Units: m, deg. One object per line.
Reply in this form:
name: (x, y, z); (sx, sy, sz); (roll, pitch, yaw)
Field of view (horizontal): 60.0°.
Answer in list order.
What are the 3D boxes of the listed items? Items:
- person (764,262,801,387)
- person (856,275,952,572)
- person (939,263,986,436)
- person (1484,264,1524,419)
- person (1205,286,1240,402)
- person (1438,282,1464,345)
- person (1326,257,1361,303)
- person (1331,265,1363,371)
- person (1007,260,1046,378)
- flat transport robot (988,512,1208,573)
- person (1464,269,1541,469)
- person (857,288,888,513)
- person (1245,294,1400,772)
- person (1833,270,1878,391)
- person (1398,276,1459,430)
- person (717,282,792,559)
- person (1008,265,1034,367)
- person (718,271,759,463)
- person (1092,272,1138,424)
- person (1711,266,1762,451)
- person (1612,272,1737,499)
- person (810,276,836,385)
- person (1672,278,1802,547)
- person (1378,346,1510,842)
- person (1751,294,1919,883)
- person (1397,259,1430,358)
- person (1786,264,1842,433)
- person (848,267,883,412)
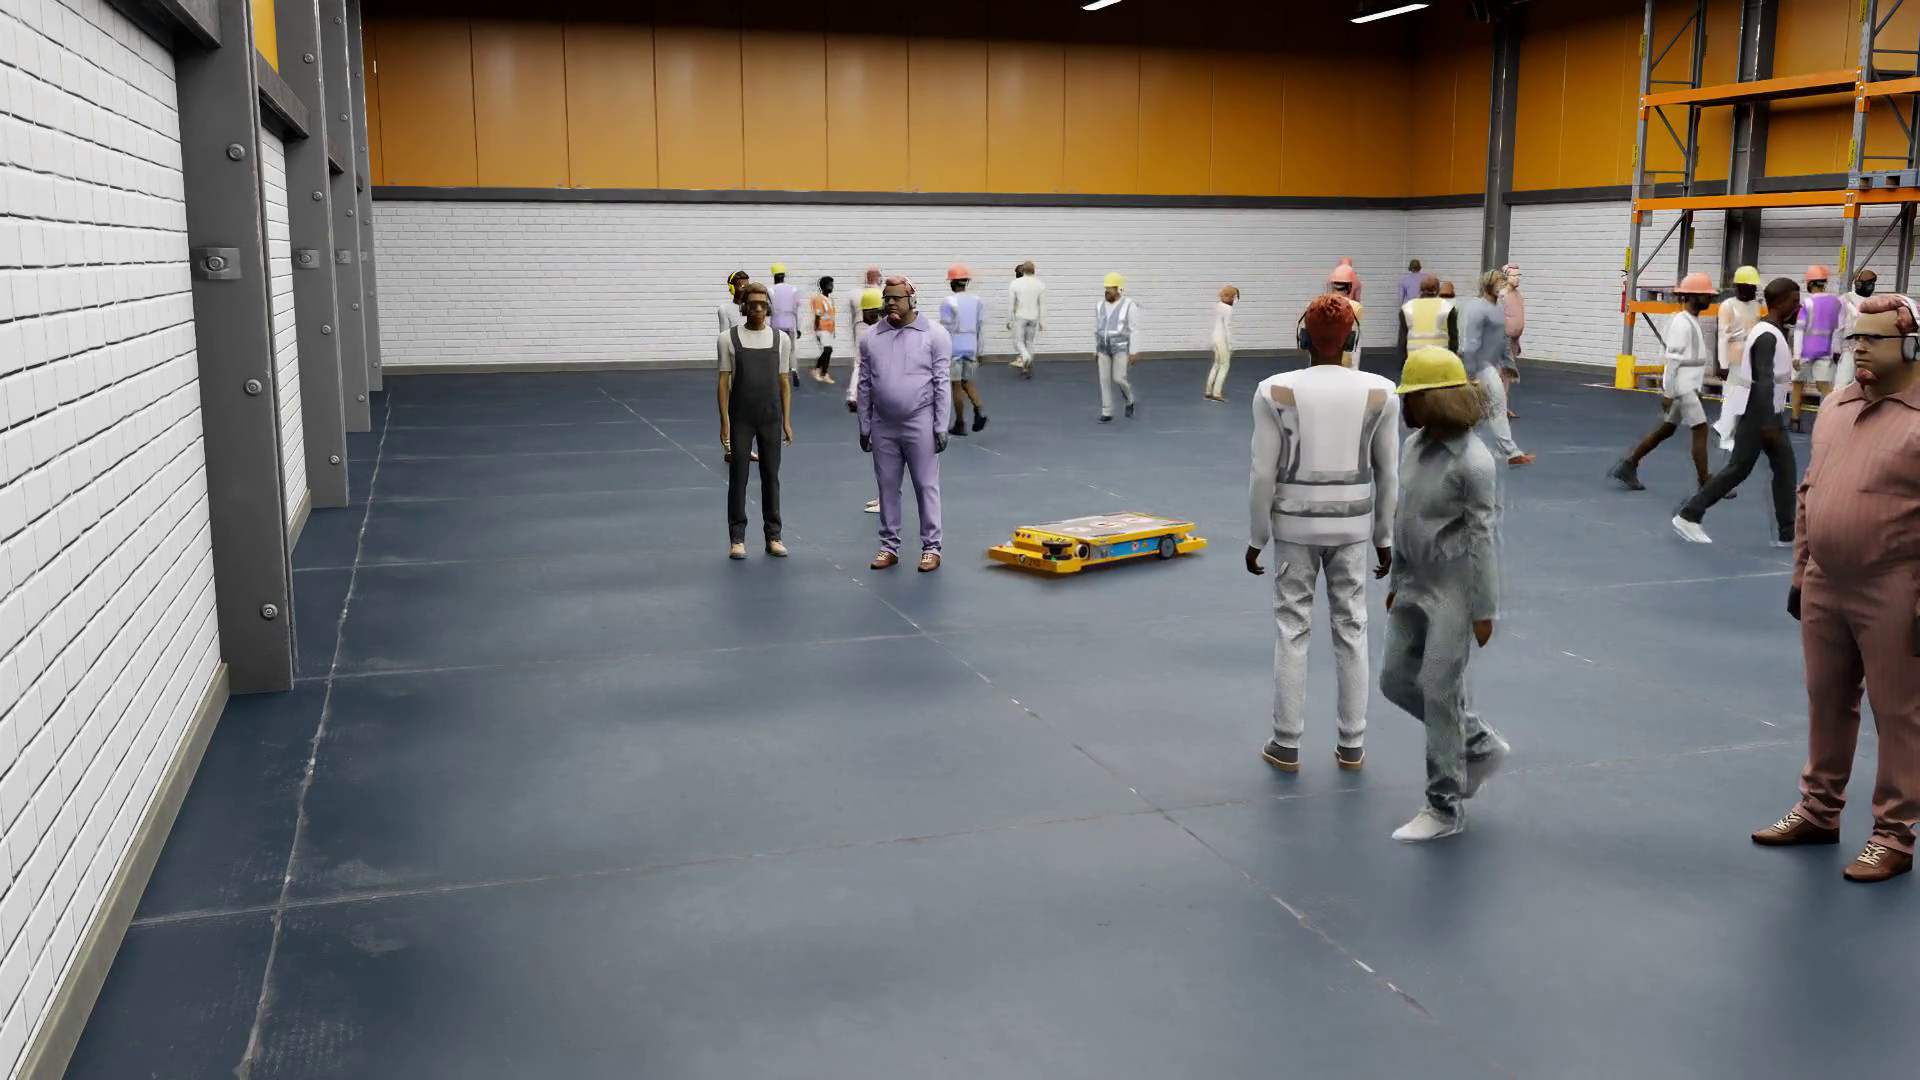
person: (-2.648, -3.200, 24.900); (0.602, 1.905, 0.642); (-4, 10, -20)
person: (-0.371, -0.742, 10.707); (0.646, 1.901, 0.401); (3, 10, 19)
person: (0.011, -2.118, 18.576); (0.542, 1.925, 0.465); (-7, 12, -36)
person: (6.727, -2.436, 20.474); (0.642, 1.909, 0.399); (-9, 13, -42)
person: (3.623, -2.705, 22.932); (0.370, 1.593, 0.670); (-1, 10, -8)
person: (7.345, -3.110, 25.256); (0.525, 1.586, 0.829); (1, 10, 5)
person: (6.567, -3.859, 28.503); (0.623, 1.976, 0.760); (-2, 10, -9)
person: (3.816, -1.834, 16.948); (0.564, 1.924, 0.650); (8, 12, 38)
person: (1.095, -3.586, 27.071); (0.642, 1.925, 0.669); (-3, 10, -18)
flat transport robot: (0.936, -0.001, 11.102); (1.431, 0.197, 0.652); (-8, 13, -40)
person: (5.052, -1.631, 15.880); (1.019, 1.888, 0.646); (6, 12, 32)
person: (-0.645, -1.095, 13.124); (0.327, 1.765, 0.531); (0, 10, 2)
person: (1.420, -0.018, 6.546); (0.587, 1.879, 0.341); (0, 10, 1)
person: (10.403, -2.191, 19.245); (0.633, 1.841, 0.429); (-1, 10, -5)
person: (5.228, -2.046, 18.584); (0.622, 1.791, 1.004); (5, 11, 28)
person: (-1.367, -0.795, 11.152); (0.507, 1.847, 0.346); (-3, 10, -19)
person: (1.115, -4.016, 29.913); (0.524, 1.838, 0.635); (-2, 10, -11)
person: (-2.124, -1.670, 16.144); (0.319, 1.871, 0.532); (6, 11, 31)
person: (1.862, -2.301, 19.951); (0.609, 1.813, 0.523); (7, 12, 36)
person: (8.031, -1.861, 17.133); (0.605, 1.908, 0.424); (-5, 11, -29)
person: (6.045, -1.312, 14.031); (0.994, 1.897, 0.554); (6, 12, 32)
person: (-2.067, -3.234, 25.702); (0.365, 1.683, 0.556); (4, 11, 24)
person: (5.507, -0.876, 11.539); (0.956, 1.885, 0.612); (6, 12, 32)
person: (1.721, 0.184, 5.821); (0.495, 1.724, 0.534); (-3, 10, -17)
person: (2.985, 0.155, 5.478); (0.408, 1.908, 0.643); (-3, 10, -19)
person: (8.739, -4.429, 31.948); (0.677, 1.925, 0.641); (3, 10, 17)
person: (9.574, -2.116, 18.588); (0.555, 1.917, 0.807); (-1, 10, -7)
person: (-1.156, -2.591, 21.497); (0.647, 1.869, 0.958); (4, 11, 24)
